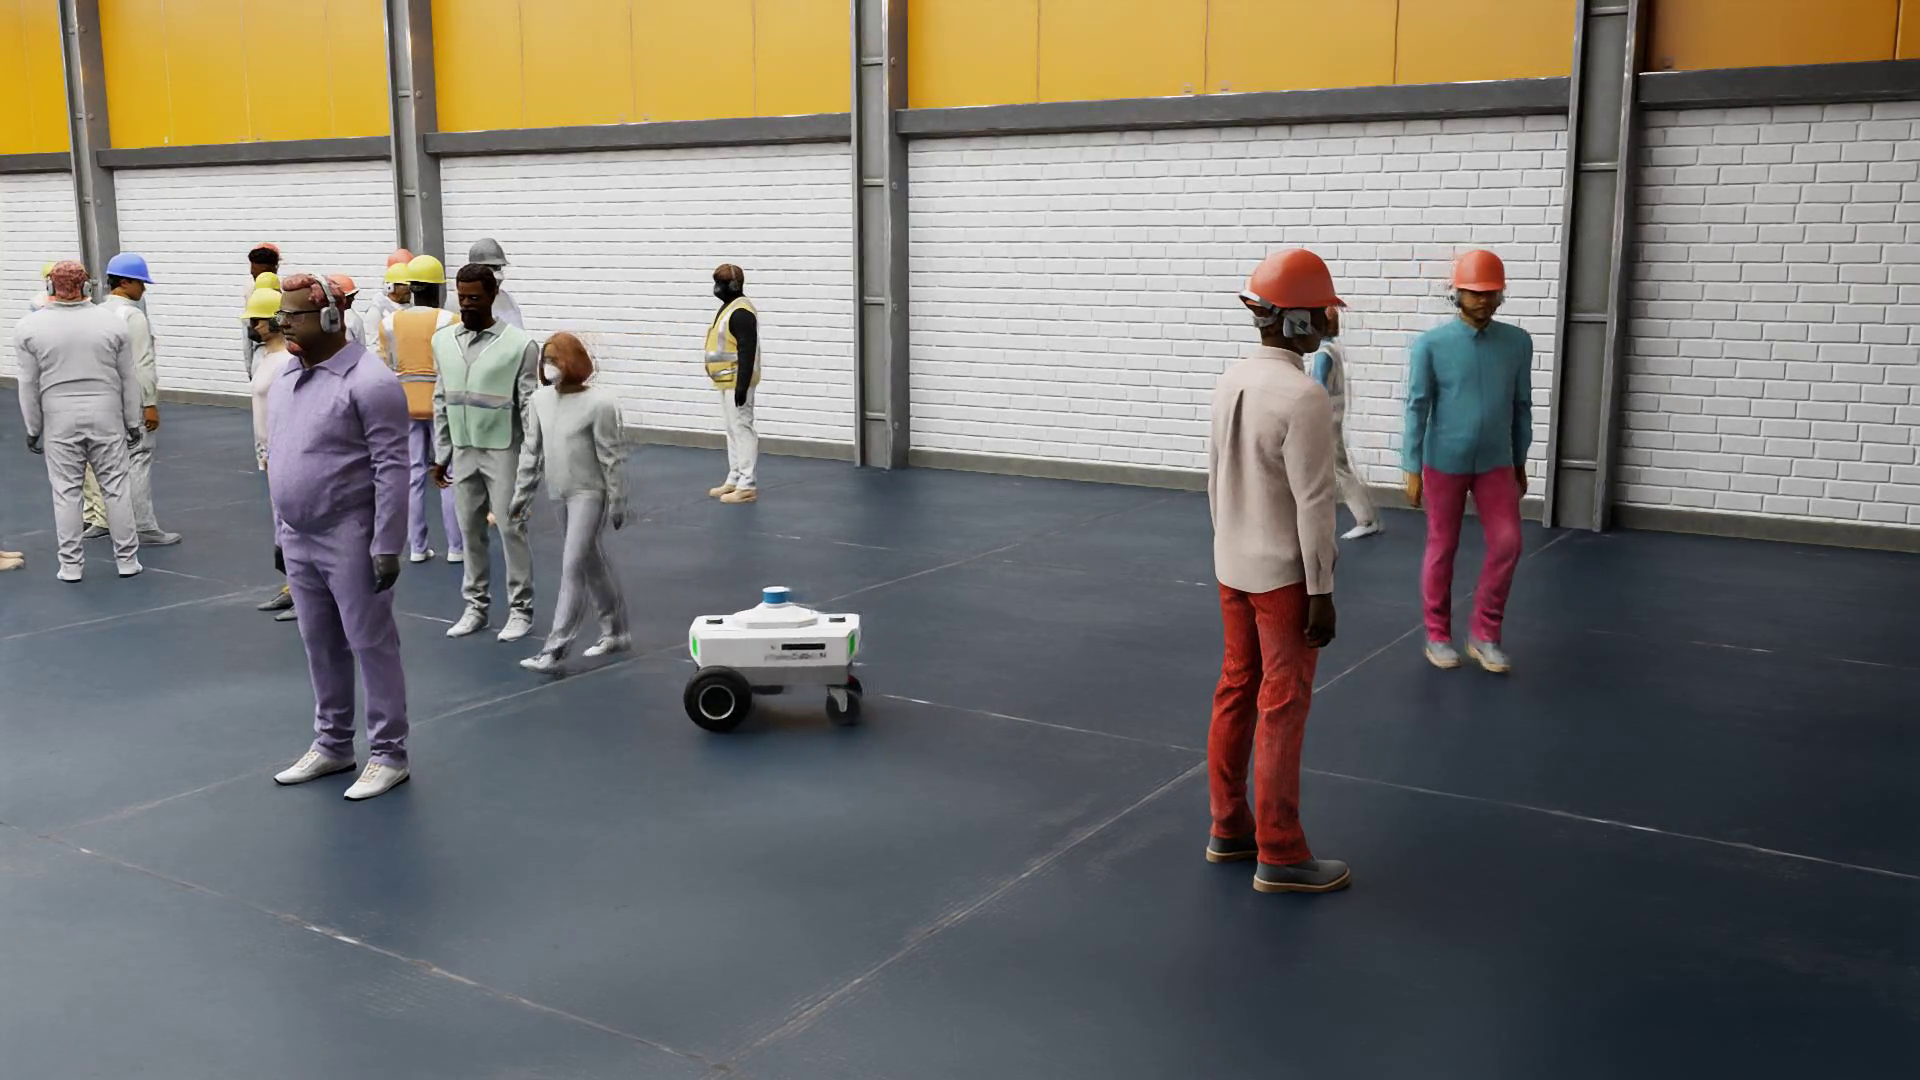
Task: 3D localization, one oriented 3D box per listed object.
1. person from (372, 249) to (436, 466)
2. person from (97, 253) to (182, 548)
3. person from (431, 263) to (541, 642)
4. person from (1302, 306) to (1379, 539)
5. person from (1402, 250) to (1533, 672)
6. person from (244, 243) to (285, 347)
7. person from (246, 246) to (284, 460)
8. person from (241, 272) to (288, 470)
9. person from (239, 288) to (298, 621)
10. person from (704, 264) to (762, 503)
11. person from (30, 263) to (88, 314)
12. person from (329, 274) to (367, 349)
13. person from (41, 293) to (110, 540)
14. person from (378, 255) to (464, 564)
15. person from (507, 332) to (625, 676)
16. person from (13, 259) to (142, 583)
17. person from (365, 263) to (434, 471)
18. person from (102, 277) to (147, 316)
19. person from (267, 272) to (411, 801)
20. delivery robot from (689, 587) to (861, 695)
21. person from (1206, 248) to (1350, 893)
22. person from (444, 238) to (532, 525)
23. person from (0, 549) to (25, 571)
[{"bbox_3d":[-4.908,-1.596,14.747,0.347,1.943,0.545,7,12,34],"label":"person"},{"bbox_3d":[-5.480,-0.916,10.995,0.608,1.935,0.414,8,13,36],"label":"person"},{"bbox_3d":[-2.390,-0.442,8.458,0.594,1.910,0.385,3,11,17],"label":"person"},{"bbox_3d":[2.468,-0.796,11.273,0.851,1.596,0.530,2,10,12],"label":"person"},{"bbox_3d":[2.383,-0.345,7.721,0.663,1.969,0.648,-1,10,-6],"label":"person"},{"bbox_3d":[-7.065,-2.044,17.090,0.612,1.993,0.390,7,12,32],"label":"person"},{"bbox_3d":[-6.217,-1.666,15.071,0.361,1.962,0.614,-8,13,-38],"label":"person"},{"bbox_3d":[-6.066,-1.485,14.682,0.487,1.744,0.312,2,10,11],"label":"person"},{"bbox_3d":[-3.632,-0.453,8.899,0.318,1.769,0.522,-7,12,-35],"label":"person"},{"bbox_3d":[-1.757,-1.210,12.897,0.430,1.842,0.624,-3,11,-19],"label":"person"},{"bbox_3d":[-9.524,-2.050,17.729,0.603,1.784,0.876,-6,12,-31],"label":"person"},{"bbox_3d":[-4.950,-1.262,13.420,0.324,1.752,0.563,-2,11,-13],"label":"person"},{"bbox_3d":[-5.997,-0.882,11.313,0.332,1.750,0.573,-9,13,-40],"label":"person"},{"bbox_3d":[-3.306,-0.804,10.399,0.584,1.929,0.371,1,10,8],"label":"person"},{"bbox_3d":[-1.871,-0.171,7.824,0.513,1.590,0.857,7,12,33],"label":"person"},{"bbox_3d":[-5.210,-0.699,9.877,0.640,1.909,0.409,-6,12,-30],"label":"person"},{"bbox_3d":[-4.836,-1.474,14.400,0.403,1.825,0.593,5,11,27],"label":"person"},{"bbox_3d":[-9.579,-2.268,19.093,0.539,1.712,0.879,0,10,-2],"label":"person"},{"bbox_3d":[-2.287,-0.008,6.045,0.646,1.907,0.401,6,12,31],"label":"person"},{"bbox_3d":[-0.773,0.442,7.029,0.707,0.478,0.477,0,10,-2],"label":"delivery robot"},{"bbox_3d":[0.992,0.099,5.207,0.382,1.995,0.612,-4,11,-21],"label":"person"},{"bbox_3d":[-3.340,-1.141,11.953,0.536,2.000,0.681,4,11,22],"label":"person"},{"bbox_3d":[-5.986,-0.711,10.155,0.359,1.835,0.515,-7,12,-34],"label":"person"}]
